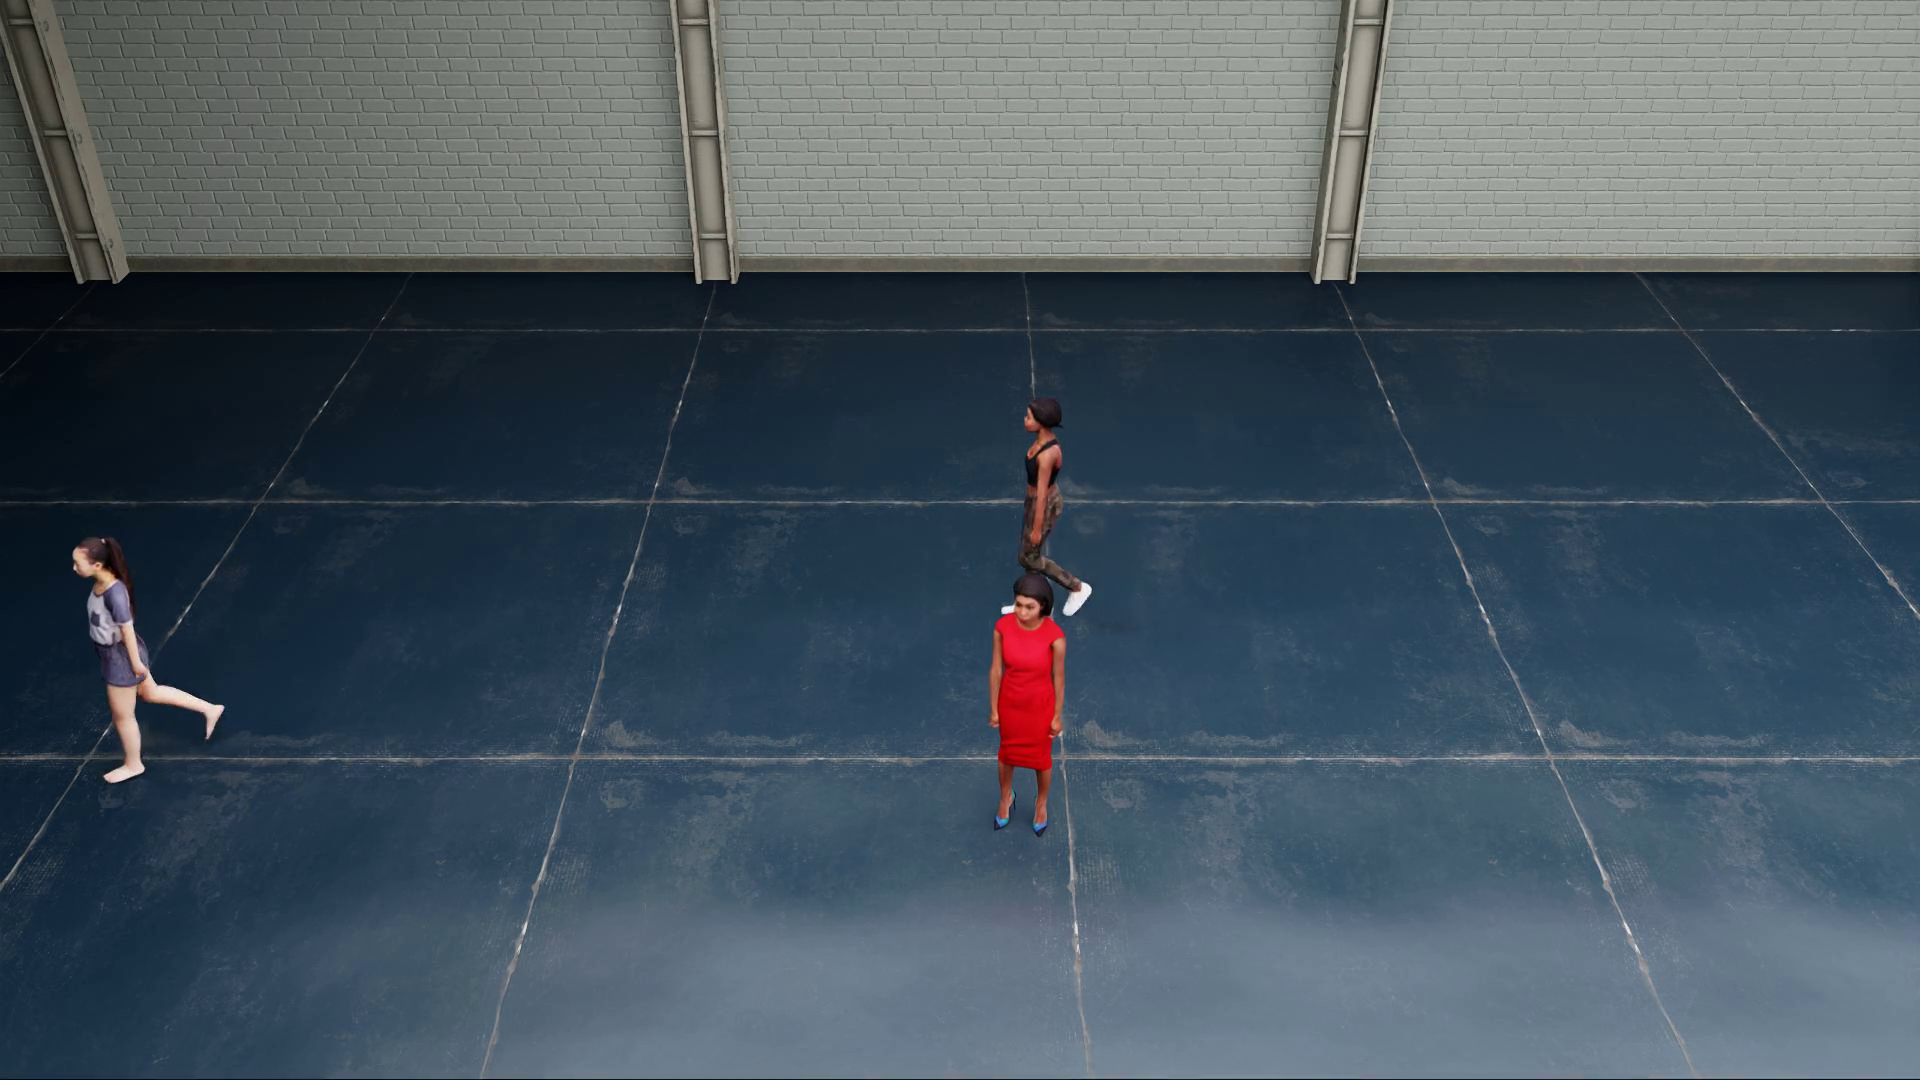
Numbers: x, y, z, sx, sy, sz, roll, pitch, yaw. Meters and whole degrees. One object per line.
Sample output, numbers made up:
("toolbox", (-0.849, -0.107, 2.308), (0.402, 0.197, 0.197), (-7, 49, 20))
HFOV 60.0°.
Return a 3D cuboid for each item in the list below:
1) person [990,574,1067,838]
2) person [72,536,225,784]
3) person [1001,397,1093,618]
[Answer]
("person", (0.378, 0.927, 9.264), (0.535, 1.743, 0.680), (9, 34, 13))
("person", (-4.831, 0.655, 9.789), (1.065, 1.627, 0.881), (-17, 37, -24))
("person", (0.611, -0.173, 11.003), (0.815, 1.692, 0.586), (0, 33, -1))
